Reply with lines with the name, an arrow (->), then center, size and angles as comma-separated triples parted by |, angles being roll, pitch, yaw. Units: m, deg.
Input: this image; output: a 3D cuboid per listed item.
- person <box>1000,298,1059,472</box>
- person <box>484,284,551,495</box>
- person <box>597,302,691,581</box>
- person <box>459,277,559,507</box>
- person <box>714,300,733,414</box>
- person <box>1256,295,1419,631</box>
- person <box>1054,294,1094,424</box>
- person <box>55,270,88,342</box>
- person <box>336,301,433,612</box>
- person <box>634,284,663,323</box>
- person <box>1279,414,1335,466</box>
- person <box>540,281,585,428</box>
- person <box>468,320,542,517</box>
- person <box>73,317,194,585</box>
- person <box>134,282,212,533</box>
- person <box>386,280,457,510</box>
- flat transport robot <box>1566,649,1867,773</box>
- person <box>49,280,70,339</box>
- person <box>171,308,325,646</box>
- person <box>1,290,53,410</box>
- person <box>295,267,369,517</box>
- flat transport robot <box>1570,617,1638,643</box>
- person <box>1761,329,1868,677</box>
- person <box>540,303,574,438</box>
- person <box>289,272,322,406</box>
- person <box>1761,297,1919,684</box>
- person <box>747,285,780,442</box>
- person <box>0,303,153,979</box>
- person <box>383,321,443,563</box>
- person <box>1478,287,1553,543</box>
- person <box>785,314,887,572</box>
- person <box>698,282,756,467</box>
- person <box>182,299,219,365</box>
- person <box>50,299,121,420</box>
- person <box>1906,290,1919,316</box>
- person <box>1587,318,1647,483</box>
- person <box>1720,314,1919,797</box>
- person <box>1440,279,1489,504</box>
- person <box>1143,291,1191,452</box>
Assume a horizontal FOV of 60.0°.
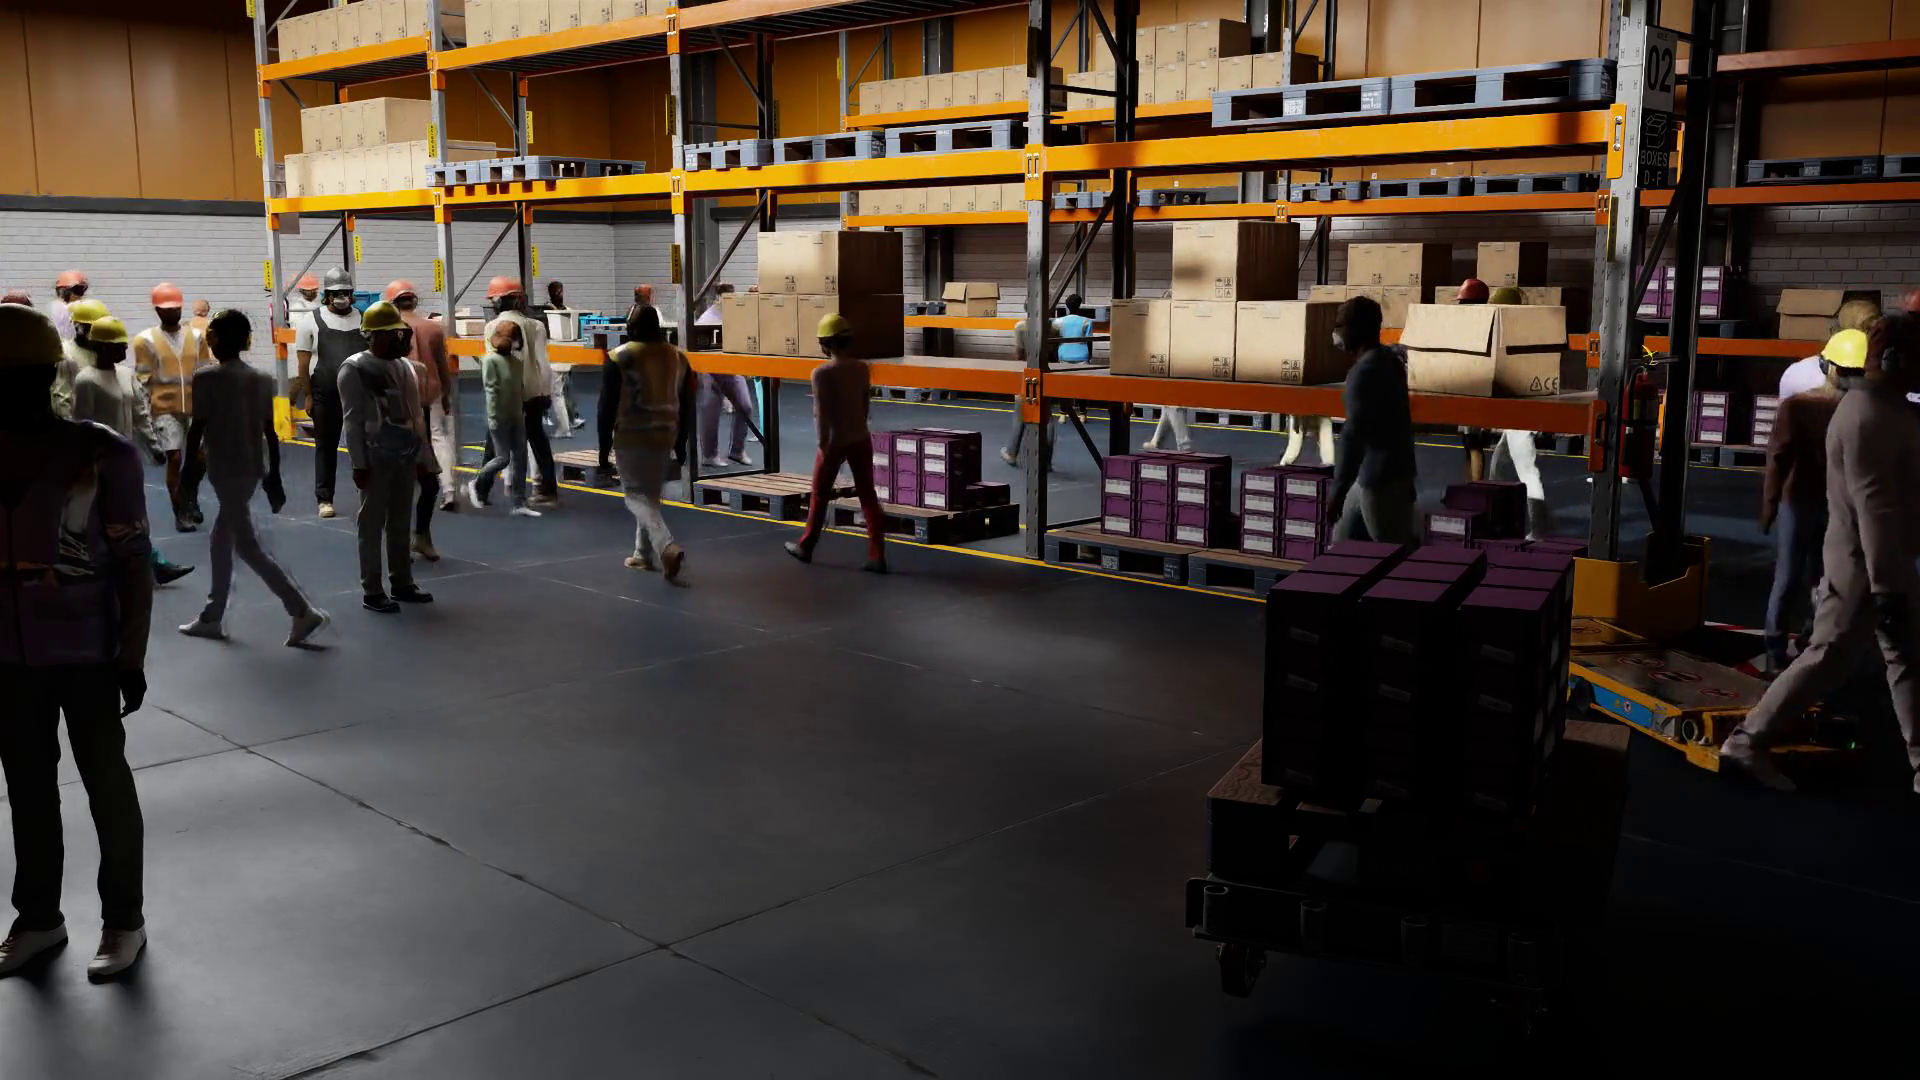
person -> 0.718, -1.612, 16.822 | 0.523, 1.800, 0.924 | -4, 10, -21
person -> -3.933, -1.332, 14.864 | 0.573, 1.883, 0.356 | 0, 9, 2
person -> -2.034, -0.640, 10.863 | 0.631, 1.817, 0.856 | -8, 12, -41
person -> -3.857, -1.250, 14.148 | 0.977, 1.944, 0.664 | 4, 10, 24
person -> -3.346, -2.580, 23.292 | 0.544, 1.612, 0.675 | -6, 11, -34
person -> 2.005, -0.288, 8.454 | 1.022, 1.881, 0.640 | 4, 10, 21
person -> 1.481, -2.360, 21.737 | 0.540, 1.696, 0.316 | 1, 9, 4
person -> -9.442, -1.857, 17.707 | 1.004, 1.993, 0.626 | 3, 10, 15
person -> -3.402, -0.501, 9.913 | 0.403, 1.835, 0.587 | 4, 10, 22
person -> -3.837, -2.224, 20.484 | 1.036, 1.822, 0.646 | 2, 10, 14
person -> 2.948, -1.048, 14.026 | 0.516, 1.588, 0.868 | -5, 10, -26
person -> -5.153, -2.351, 21.186 | 0.596, 1.860, 1.023 | -8, 12, -41
person -> -3.729, -0.983, 13.527 | 0.544, 1.613, 0.496 | 4, 10, 24
person -> -5.327, -0.550, 10.594 | 0.920, 1.716, 0.533 | 0, 9, 3
person -> -6.016, -1.014, 12.797 | 0.569, 1.921, 0.426 | -8, 12, -40
person -> -4.563, -1.210, 13.984 | 0.672, 1.950, 1.012 | -8, 12, -39
flat transport robot -> 3.186, 0.709, 7.279 | 0.652, 0.197, 1.431 | -2, 9, -9
person -> -10.700, -2.170, 19.874 | 0.567, 1.927, 0.648 | -3, 10, -20
person -> -3.861, -0.336, 8.958 | 0.971, 1.822, 0.531 | 3, 10, 17
person -> -7.132, -0.955, 12.649 | 0.655, 1.854, 1.005 | -1, 9, -6
person -> -5.037, -1.211, 13.637 | 0.678, 2.000, 0.537 | -6, 11, -34
flat transport robot -> 2.746, 0.552, 8.240 | 1.431, 0.197, 0.652 | -2, 9, -10
person -> 4.220, -0.161, 8.127 | 0.628, 1.731, 0.464 | 0, 9, 2
person -> -4.848, -2.011, 19.805 | 0.477, 1.618, 0.529 | 4, 10, 22
person -> -8.417, -2.486, 21.674 | 1.031, 1.968, 0.681 | 0, 9, 2
person -> 4.400, -0.262, 8.344 | 0.649, 1.883, 1.031 | 3, 10, 17
person -> -2.278, -2.056, 19.439 | 0.390, 1.838, 0.564 | 3, 10, 20
person -> -2.599, 0.296, 4.744 | 0.588, 1.927, 0.369 | 1, 9, 3
person -> -3.807, -0.655, 11.322 | 0.472, 1.673, 0.553 | 8, 12, 41
person -> 3.980, -0.896, 12.184 | 0.920, 1.877, 0.608 | 8, 12, 40
person -> -0.809, -0.652, 11.188 | 0.537, 1.719, 0.897 | -8, 12, -40
person -> -2.372, -1.667, 16.925 | 0.631, 1.890, 0.662 | 6, 11, 34
person -> -10.160, -2.426, 22.349 | 0.530, 1.622, 0.464 | -4, 10, -22
person -> -6.076, -0.779, 11.718 | 0.749, 1.799, 0.610 | 5, 10, 28
person -> 6.712, -0.800, 11.567 | 0.976, 1.886, 0.568 | 7, 12, 38
person -> 6.180, -1.452, 15.639 | 0.510, 1.872, 0.328 | -3, 10, -18
person -> 3.441, 0.078, 6.298 | 0.967, 1.864, 0.655 | 6, 11, 33
person -> 4.296, -1.223, 14.026 | 0.354, 1.939, 0.545 | 1, 9, 7
person -> 2.237, -1.765, 17.812 | 0.647, 1.790, 0.984 | -5, 11, -29
